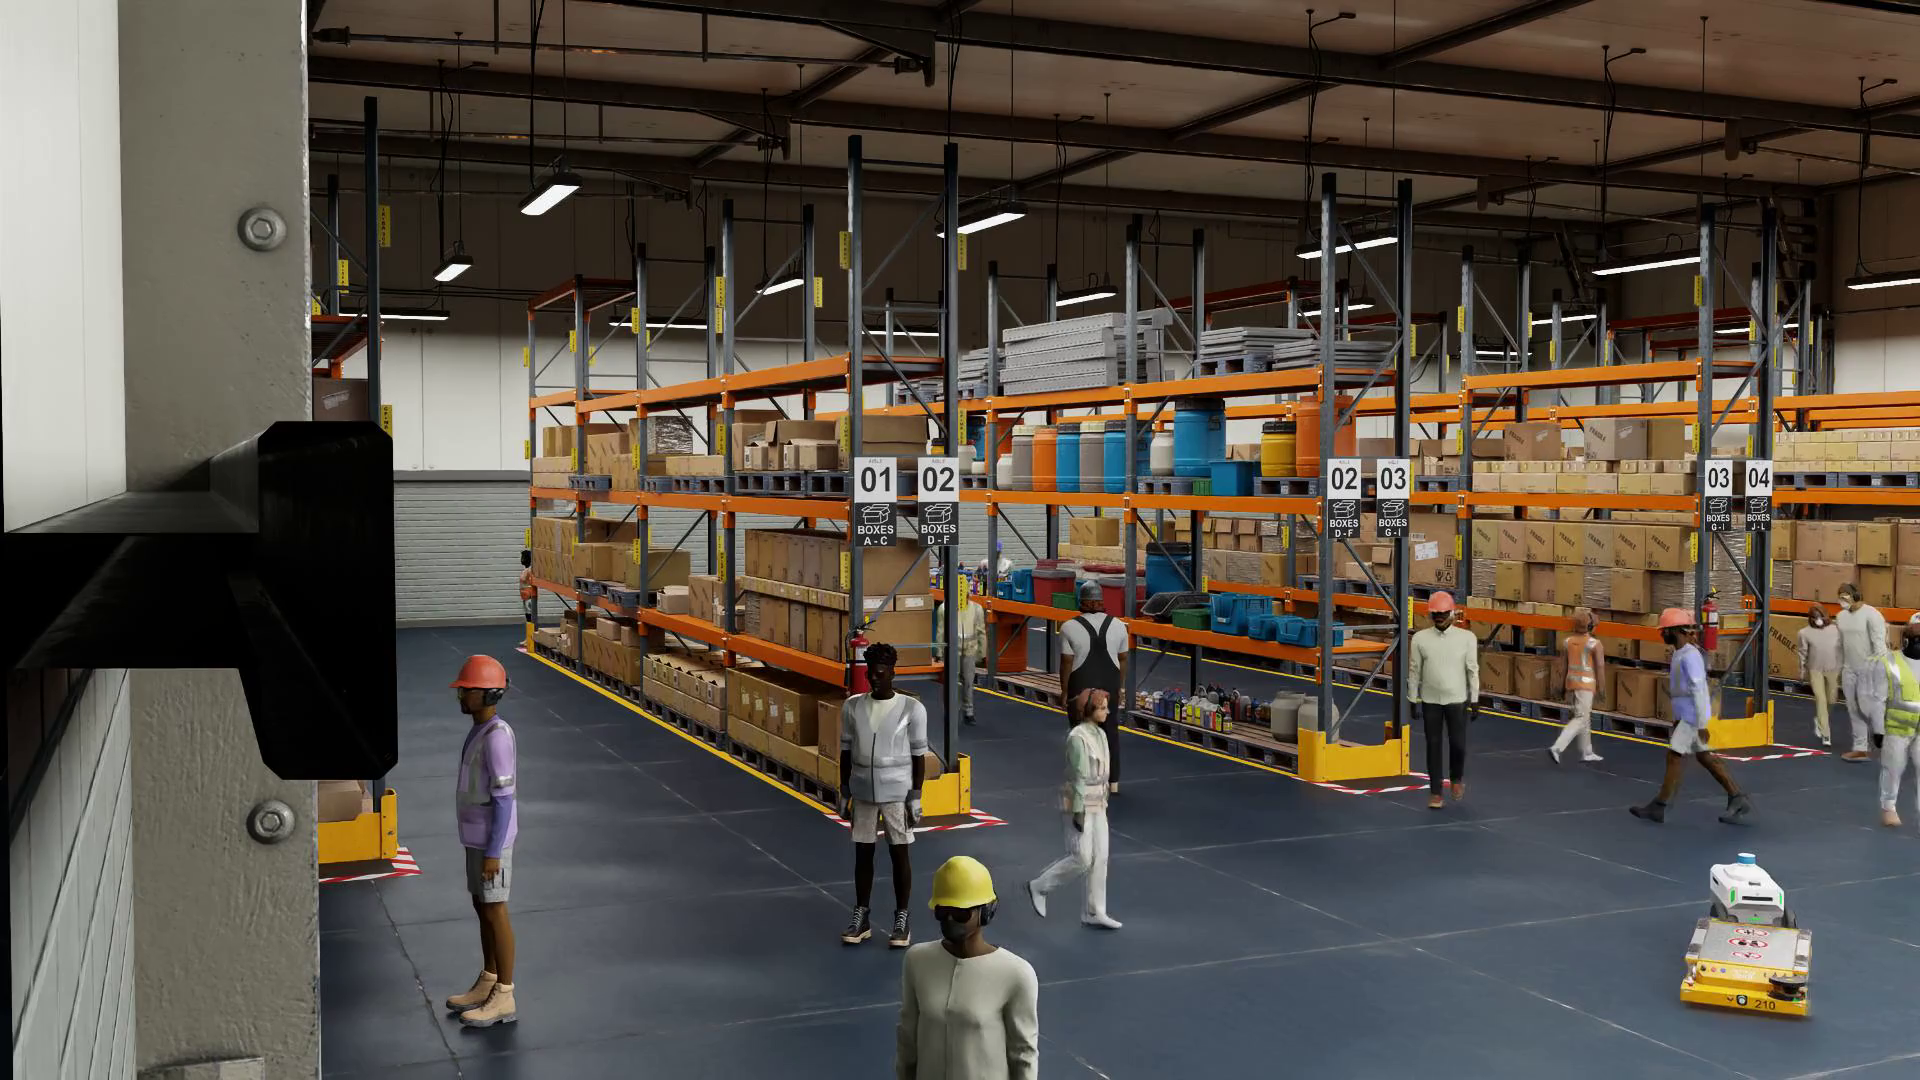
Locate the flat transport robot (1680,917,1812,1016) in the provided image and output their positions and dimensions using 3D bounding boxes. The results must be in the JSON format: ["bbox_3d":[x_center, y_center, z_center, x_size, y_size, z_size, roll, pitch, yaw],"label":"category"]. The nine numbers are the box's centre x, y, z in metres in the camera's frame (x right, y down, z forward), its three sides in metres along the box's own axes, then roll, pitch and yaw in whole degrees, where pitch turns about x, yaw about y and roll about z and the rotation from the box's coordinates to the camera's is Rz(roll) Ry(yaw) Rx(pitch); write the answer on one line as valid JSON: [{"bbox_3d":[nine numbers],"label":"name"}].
[{"bbox_3d":[4.738,2.533,10.754,0.652,0.197,1.431,1,2,27],"label":"flat transport robot"}]

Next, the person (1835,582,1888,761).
[{"bbox_3d":[9.620,1.391,19.006,0.618,1.904,0.684,-1,2,-15],"label":"person"}]

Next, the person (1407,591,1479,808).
[{"bbox_3d":[4.405,1.454,16.362,0.642,1.978,0.432,1,2,22],"label":"person"}]

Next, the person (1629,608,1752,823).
[{"bbox_3d":[6.428,1.538,15.647,1.006,1.883,0.594,1,2,16],"label":"person"}]

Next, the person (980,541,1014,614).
[{"bbox_3d":[0.592,0.960,30.324,0.644,1.891,0.984,0,2,6],"label":"person"}]

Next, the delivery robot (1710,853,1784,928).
[{"bbox_3d":[5.171,2.308,11.786,0.477,0.478,0.707,0,2,13],"label":"delivery robot"}]

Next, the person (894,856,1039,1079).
[{"bbox_3d":[0.010,1.953,6.110,0.523,1.769,0.317,1,2,24],"label":"person"}]

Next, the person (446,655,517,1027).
[{"bbox_3d":[-2.678,1.664,10.052,0.363,2.048,0.612,-1,2,-27],"label":"person"}]

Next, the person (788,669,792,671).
[{"bbox_3d":[-2.180,1.221,24.238,0.564,1.842,0.391,0,2,-11],"label":"person"}]

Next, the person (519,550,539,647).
[{"bbox_3d":[-7.531,1.022,31.302,0.321,1.696,0.536,-1,2,-27],"label":"person"}]

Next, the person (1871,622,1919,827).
[{"bbox_3d":[8.077,1.589,15.235,0.634,1.801,0.935,0,2,12],"label":"person"}]

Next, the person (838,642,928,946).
[{"bbox_3d":[-0.514,1.642,11.666,0.605,1.966,0.367,1,2,16],"label":"person"}]

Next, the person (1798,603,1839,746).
[{"bbox_3d":[9.761,1.495,20.278,0.533,1.587,0.762,1,2,14],"label":"person"}]

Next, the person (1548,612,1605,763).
[{"bbox_3d":[6.439,1.553,18.711,0.773,1.603,0.529,-1,2,-23],"label":"person"}]

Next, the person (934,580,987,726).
[{"bbox_3d":[0.023,1.353,21.529,0.648,1.788,0.795,0,2,-11],"label":"person"}]

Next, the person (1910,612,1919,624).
[{"bbox_3d":[10.618,1.399,19.376,0.611,1.856,0.567,1,2,27],"label":"person"}]

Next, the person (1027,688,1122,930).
[{"bbox_3d":[0.783,1.796,12.039,0.545,1.618,0.518,1,2,28],"label":"person"}]

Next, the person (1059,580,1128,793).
[{"bbox_3d":[1.243,1.417,17.138,0.676,2.000,0.536,-1,2,-14],"label":"person"}]
